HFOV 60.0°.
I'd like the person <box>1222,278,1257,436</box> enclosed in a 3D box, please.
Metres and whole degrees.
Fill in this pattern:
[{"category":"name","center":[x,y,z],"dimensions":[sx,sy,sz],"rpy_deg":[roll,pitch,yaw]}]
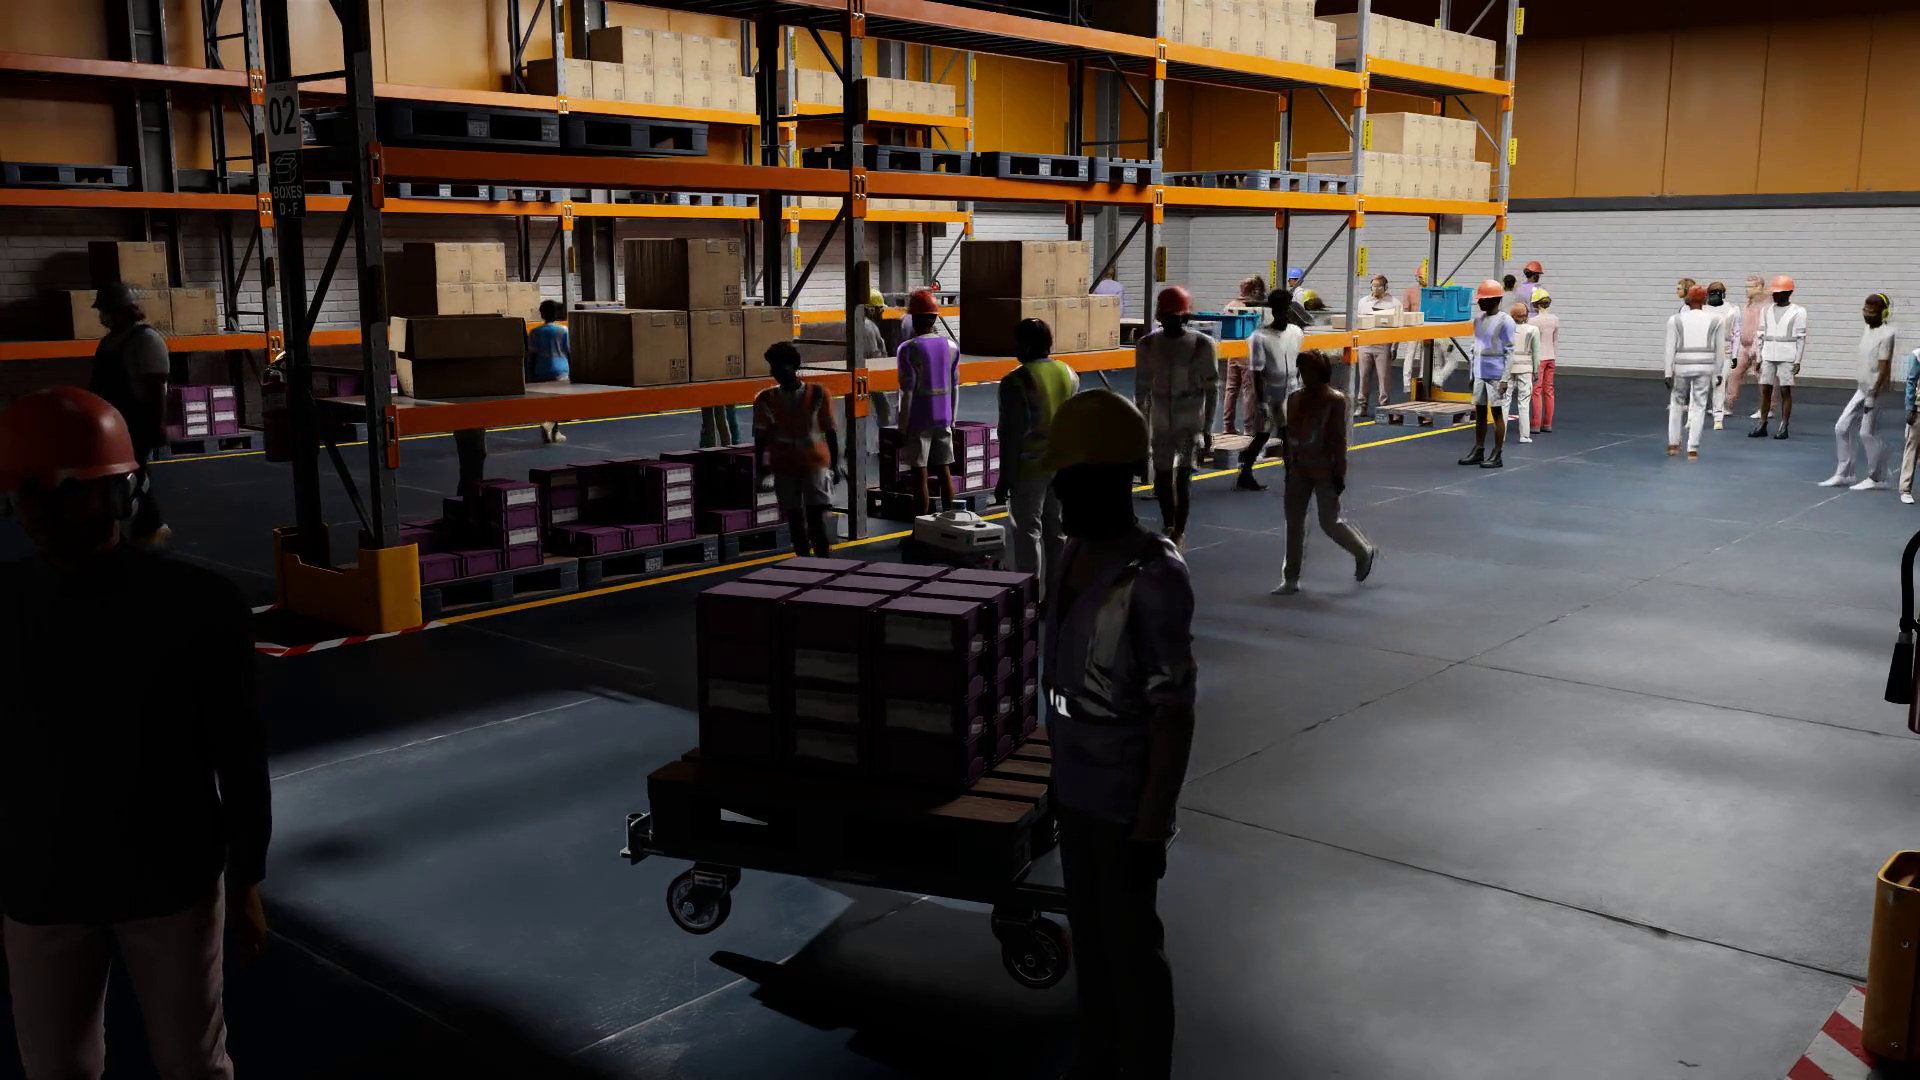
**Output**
[{"category":"person","center":[3.445,-2.199,20.049],"dimensions":[0.395,1.900,0.647],"rpy_deg":[-8,13,-39]}]

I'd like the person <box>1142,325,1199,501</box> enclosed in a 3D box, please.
[{"category":"person","center":[1.906,-1.248,14.769],"dimensions":[0.570,1.843,0.372],"rpy_deg":[8,13,40]}]

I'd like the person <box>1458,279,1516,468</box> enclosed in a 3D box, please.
[{"category":"person","center":[5.432,-1.701,17.096],"dimensions":[0.375,1.934,0.547],"rpy_deg":[-5,11,-25]}]

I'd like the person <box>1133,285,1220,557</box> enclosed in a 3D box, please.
[{"category":"person","center":[1.539,-0.824,11.956],"dimensions":[0.631,2.006,0.737],"rpy_deg":[5,11,28]}]

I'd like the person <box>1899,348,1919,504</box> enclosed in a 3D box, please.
[{"category":"person","center":[8.588,-1.127,14.674],"dimensions":[0.513,1.637,0.313],"rpy_deg":[0,10,3]}]

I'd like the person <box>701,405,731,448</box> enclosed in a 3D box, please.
[{"category":"person","center":[-2.435,-1.530,16.292],"dimensions":[0.514,1.876,0.328],"rpy_deg":[9,14,43]}]

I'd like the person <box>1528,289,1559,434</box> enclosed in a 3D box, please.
[{"category":"person","center":[7.056,-2.169,20.265],"dimensions":[0.523,1.760,0.327],"rpy_deg":[-6,12,-33]}]

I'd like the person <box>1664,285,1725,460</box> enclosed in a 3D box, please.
[{"category":"person","center":[7.888,-1.801,17.890],"dimensions":[0.598,1.858,0.766],"rpy_deg":[4,11,21]}]

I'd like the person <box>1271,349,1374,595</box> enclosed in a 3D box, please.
[{"category":"person","center":[2.390,-0.452,10.894],"dimensions":[0.709,1.617,0.523],"rpy_deg":[-7,12,-34]}]

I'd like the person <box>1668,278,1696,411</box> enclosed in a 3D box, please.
[{"category":"person","center":[10.071,-2.709,23.087],"dimensions":[0.330,1.843,0.515],"rpy_deg":[5,11,27]}]

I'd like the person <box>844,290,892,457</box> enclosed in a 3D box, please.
[{"category":"person","center":[-0.859,-1.779,17.922],"dimensions":[0.871,1.791,0.607],"rpy_deg":[0,10,0]}]

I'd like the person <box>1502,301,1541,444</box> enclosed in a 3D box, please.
[{"category":"person","center":[6.435,-1.932,19.235],"dimensions":[0.514,1.645,0.309],"rpy_deg":[5,11,29]}]

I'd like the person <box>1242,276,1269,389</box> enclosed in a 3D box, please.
[{"category":"person","center":[3.853,-2.464,21.580],"dimensions":[0.667,1.891,0.543],"rpy_deg":[6,11,30]}]

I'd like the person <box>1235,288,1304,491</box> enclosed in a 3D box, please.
[{"category":"person","center":[2.842,-1.335,15.133],"dimensions":[0.612,1.908,0.843],"rpy_deg":[-4,11,-19]}]

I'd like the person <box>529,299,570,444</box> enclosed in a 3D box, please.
[{"category":"person","center":[-4.704,-1.930,19.103],"dimensions":[0.535,1.680,0.703],"rpy_deg":[3,10,15]}]

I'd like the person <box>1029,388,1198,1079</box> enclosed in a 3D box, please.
[{"category":"person","center":[0.344,0.592,4.065],"dimensions":[0.377,1.923,0.595],"rpy_deg":[-3,11,-19]}]

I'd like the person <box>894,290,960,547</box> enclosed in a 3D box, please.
[{"category":"person","center":[-0.259,-0.892,12.473],"dimensions":[0.542,1.939,0.364],"rpy_deg":[-7,12,-34]}]

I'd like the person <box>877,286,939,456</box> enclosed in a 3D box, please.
[{"category":"person","center":[-0.417,-1.750,17.621],"dimensions":[1.027,1.862,0.639],"rpy_deg":[-5,11,-28]}]

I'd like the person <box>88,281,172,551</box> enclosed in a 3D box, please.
[{"category":"person","center":[-6.148,-0.908,12.275],"dimensions":[0.701,2.000,0.538],"rpy_deg":[8,12,37]}]

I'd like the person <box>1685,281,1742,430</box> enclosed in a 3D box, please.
[{"category":"person","center":[9.375,-2.296,20.751],"dimensions":[0.636,1.840,0.429],"rpy_deg":[5,11,25]}]

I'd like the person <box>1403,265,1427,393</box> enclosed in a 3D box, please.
[{"category":"person","center":[7.193,-3.286,25.948],"dimensions":[0.623,1.992,0.396],"rpy_deg":[-1,10,-7]}]

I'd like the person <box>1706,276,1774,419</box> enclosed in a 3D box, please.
[{"category":"person","center":[10.388,-2.530,21.978],"dimensions":[0.897,1.868,0.657],"rpy_deg":[-1,10,-5]}]

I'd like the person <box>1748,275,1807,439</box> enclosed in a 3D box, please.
[{"category":"person","center":[9.688,-2.157,19.691],"dimensions":[0.376,1.934,0.548],"rpy_deg":[-8,13,-38]}]

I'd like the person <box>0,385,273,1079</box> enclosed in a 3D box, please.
[{"category":"person","center":[-1.698,0.687,3.326],"dimensions":[0.612,1.995,0.393],"rpy_deg":[-2,10,-11]}]

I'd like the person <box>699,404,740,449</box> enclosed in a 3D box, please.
[{"category":"person","center":[-2.586,-1.708,17.738],"dimensions":[0.538,1.712,0.899],"rpy_deg":[3,10,15]}]

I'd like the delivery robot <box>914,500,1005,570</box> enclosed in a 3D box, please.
[{"category":"delivery robot","center":[-0.005,-0.028,11.226],"dimensions":[0.477,0.478,0.707],"rpy_deg":[-7,12,-33]}]

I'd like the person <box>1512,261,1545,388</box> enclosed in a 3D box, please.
[{"category":"person","center":[9.174,-3.457,26.790],"dimensions":[0.394,2.039,0.614],"rpy_deg":[-7,12,-33]}]

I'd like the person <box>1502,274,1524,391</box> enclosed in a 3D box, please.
[{"category":"person","center":[8.638,-3.291,26.431],"dimensions":[0.549,1.836,0.698],"rpy_deg":[0,10,-3]}]

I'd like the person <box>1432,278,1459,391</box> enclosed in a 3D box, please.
[{"category":"person","center":[7.203,-2.995,24.816],"dimensions":[0.436,1.813,0.600],"rpy_deg":[-5,11,-26]}]

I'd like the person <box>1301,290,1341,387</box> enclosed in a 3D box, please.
[{"category":"person","center":[4.786,-2.471,22.183],"dimensions":[0.570,1.698,0.451],"rpy_deg":[6,12,30]}]

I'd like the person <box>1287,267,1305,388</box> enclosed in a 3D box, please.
[{"category":"person","center":[5.310,-3.325,26.306],"dimensions":[0.386,1.948,0.601],"rpy_deg":[0,10,1]}]

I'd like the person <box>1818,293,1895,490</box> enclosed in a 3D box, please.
[{"category":"person","center":[8.358,-1.368,15.476],"dimensions":[0.638,1.838,0.575],"rpy_deg":[1,10,4]}]

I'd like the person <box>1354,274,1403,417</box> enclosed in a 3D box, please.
[{"category":"person","center":[5.527,-2.571,22.123],"dimensions":[0.643,1.910,0.411],"rpy_deg":[6,12,32]}]

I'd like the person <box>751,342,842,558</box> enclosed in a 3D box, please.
[{"category":"person","center":[-1.061,-0.461,10.806],"dimensions":[0.559,1.653,0.515],"rpy_deg":[1,10,5]}]

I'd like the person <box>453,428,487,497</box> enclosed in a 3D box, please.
[{"category":"person","center":[-3.647,-0.737,12.460],"dimensions":[0.266,1.631,0.507],"rpy_deg":[-6,11,-29]}]

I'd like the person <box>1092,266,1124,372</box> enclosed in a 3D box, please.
[{"category":"person","center":[2.715,-4.052,30.468],"dimensions":[0.629,1.940,0.376],"rpy_deg":[6,12,31]}]

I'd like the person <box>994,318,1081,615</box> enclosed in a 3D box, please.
[{"category":"person","center":[0.436,-0.408,9.994],"dimensions":[0.430,1.845,0.619],"rpy_deg":[10,14,44]}]
